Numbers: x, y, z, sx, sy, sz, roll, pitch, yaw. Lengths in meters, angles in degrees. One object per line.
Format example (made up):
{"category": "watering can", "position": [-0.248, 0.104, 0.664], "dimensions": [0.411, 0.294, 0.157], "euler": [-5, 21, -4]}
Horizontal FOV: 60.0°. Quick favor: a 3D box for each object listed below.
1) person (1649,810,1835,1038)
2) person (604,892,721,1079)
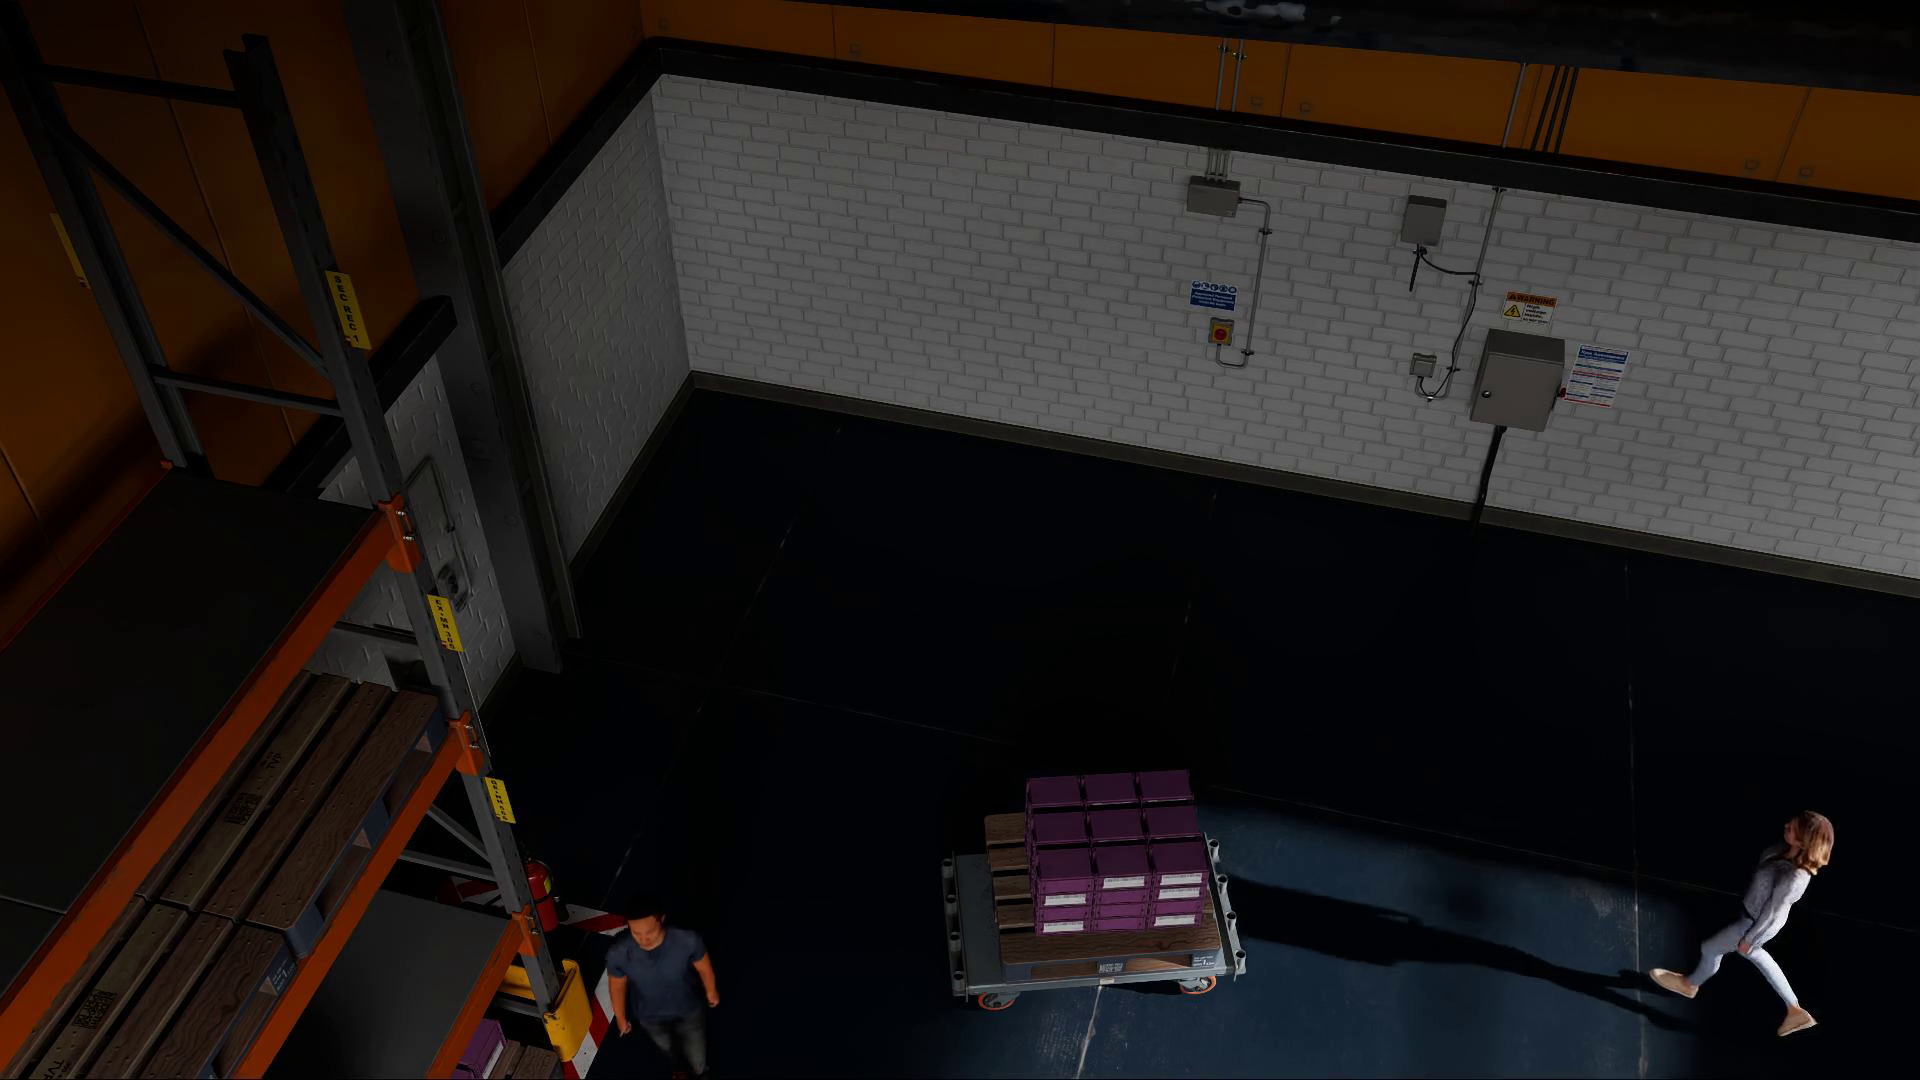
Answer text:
{"category": "person", "position": [4.320, 2.057, 8.827], "dimensions": [0.936, 1.771, 1.092], "euler": [27, 50, 25]}
{"category": "person", "position": [-1.502, 2.288, 8.563], "dimensions": [0.782, 1.800, 0.783], "euler": [-5, 44, -6]}
